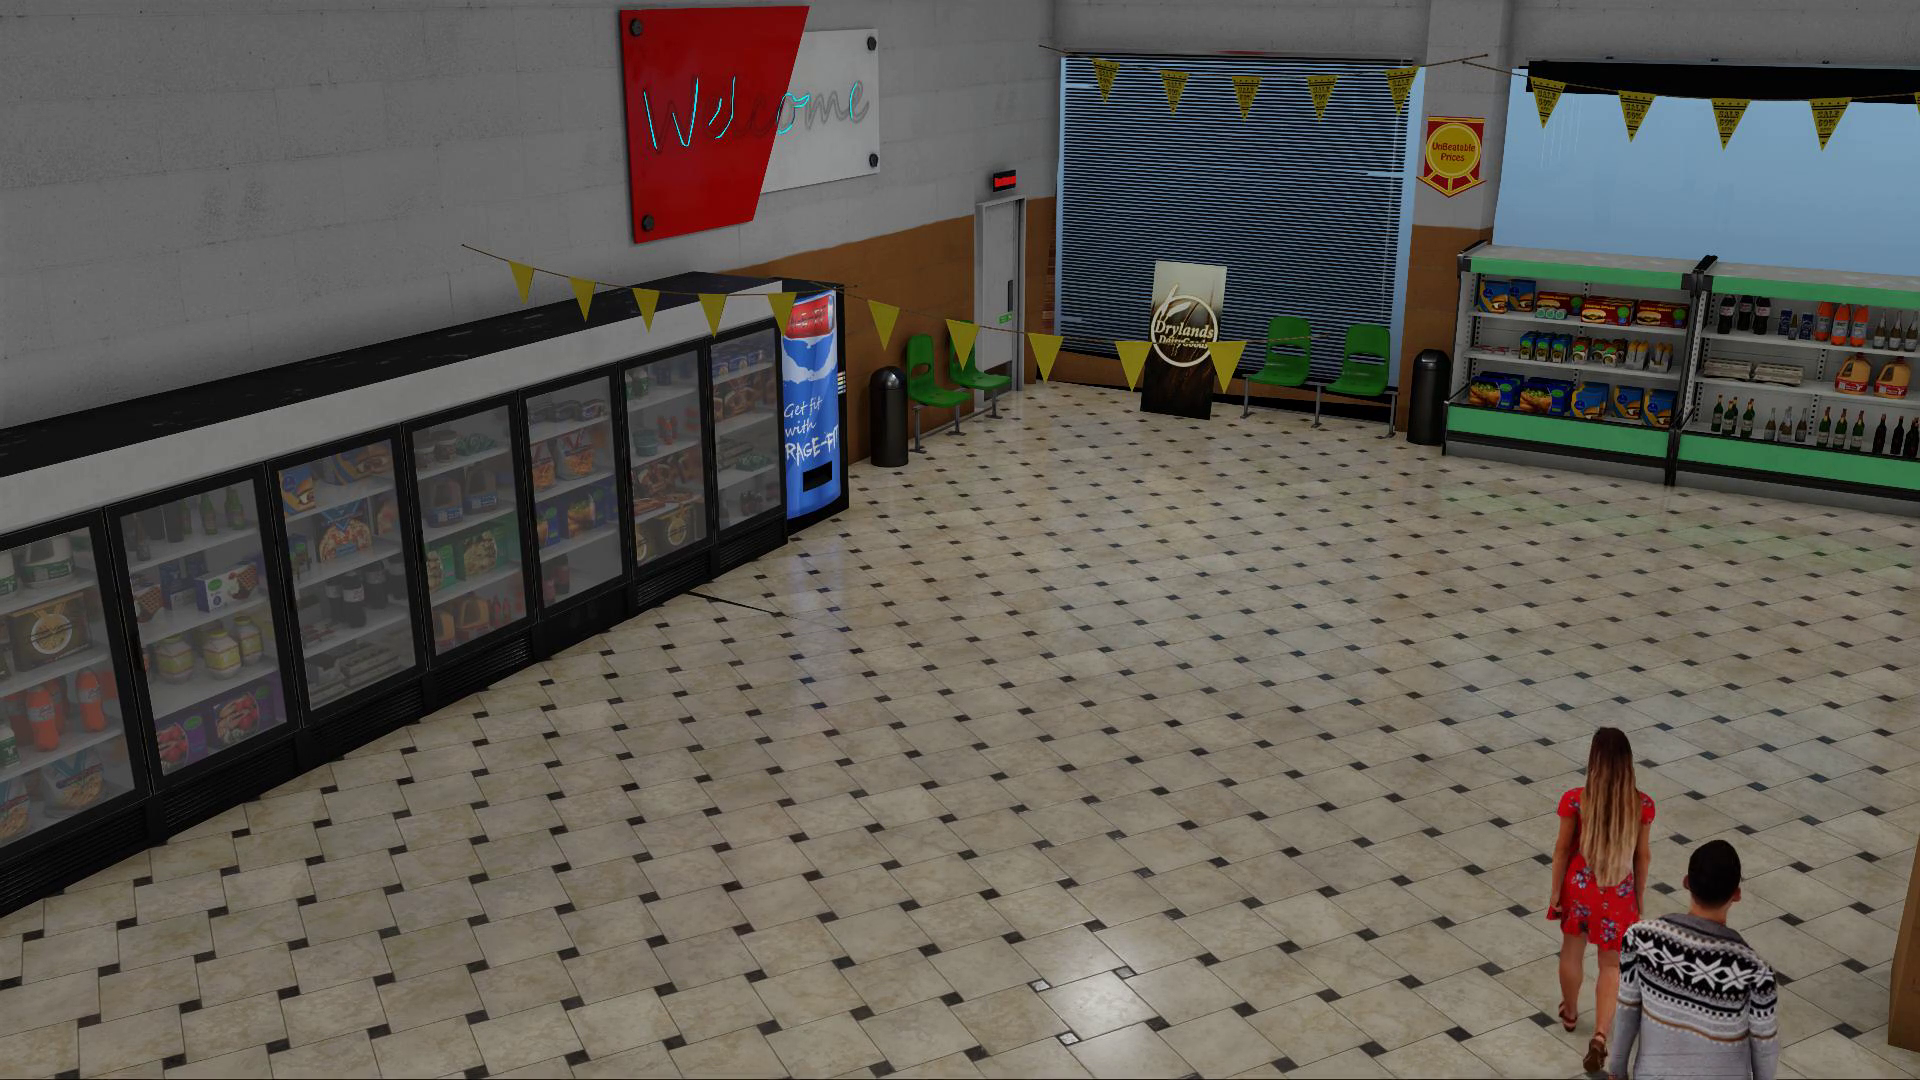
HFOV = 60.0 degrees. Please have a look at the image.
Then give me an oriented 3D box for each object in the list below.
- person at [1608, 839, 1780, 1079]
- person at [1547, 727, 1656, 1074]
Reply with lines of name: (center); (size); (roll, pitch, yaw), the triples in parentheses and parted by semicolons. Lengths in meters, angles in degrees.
person: (2.564, 1.974, 5.876); (1.085, 1.818, 0.923); (17, 25, 41)
person: (2.828, 1.603, 7.356); (0.924, 1.576, 0.772); (5, 19, 14)
